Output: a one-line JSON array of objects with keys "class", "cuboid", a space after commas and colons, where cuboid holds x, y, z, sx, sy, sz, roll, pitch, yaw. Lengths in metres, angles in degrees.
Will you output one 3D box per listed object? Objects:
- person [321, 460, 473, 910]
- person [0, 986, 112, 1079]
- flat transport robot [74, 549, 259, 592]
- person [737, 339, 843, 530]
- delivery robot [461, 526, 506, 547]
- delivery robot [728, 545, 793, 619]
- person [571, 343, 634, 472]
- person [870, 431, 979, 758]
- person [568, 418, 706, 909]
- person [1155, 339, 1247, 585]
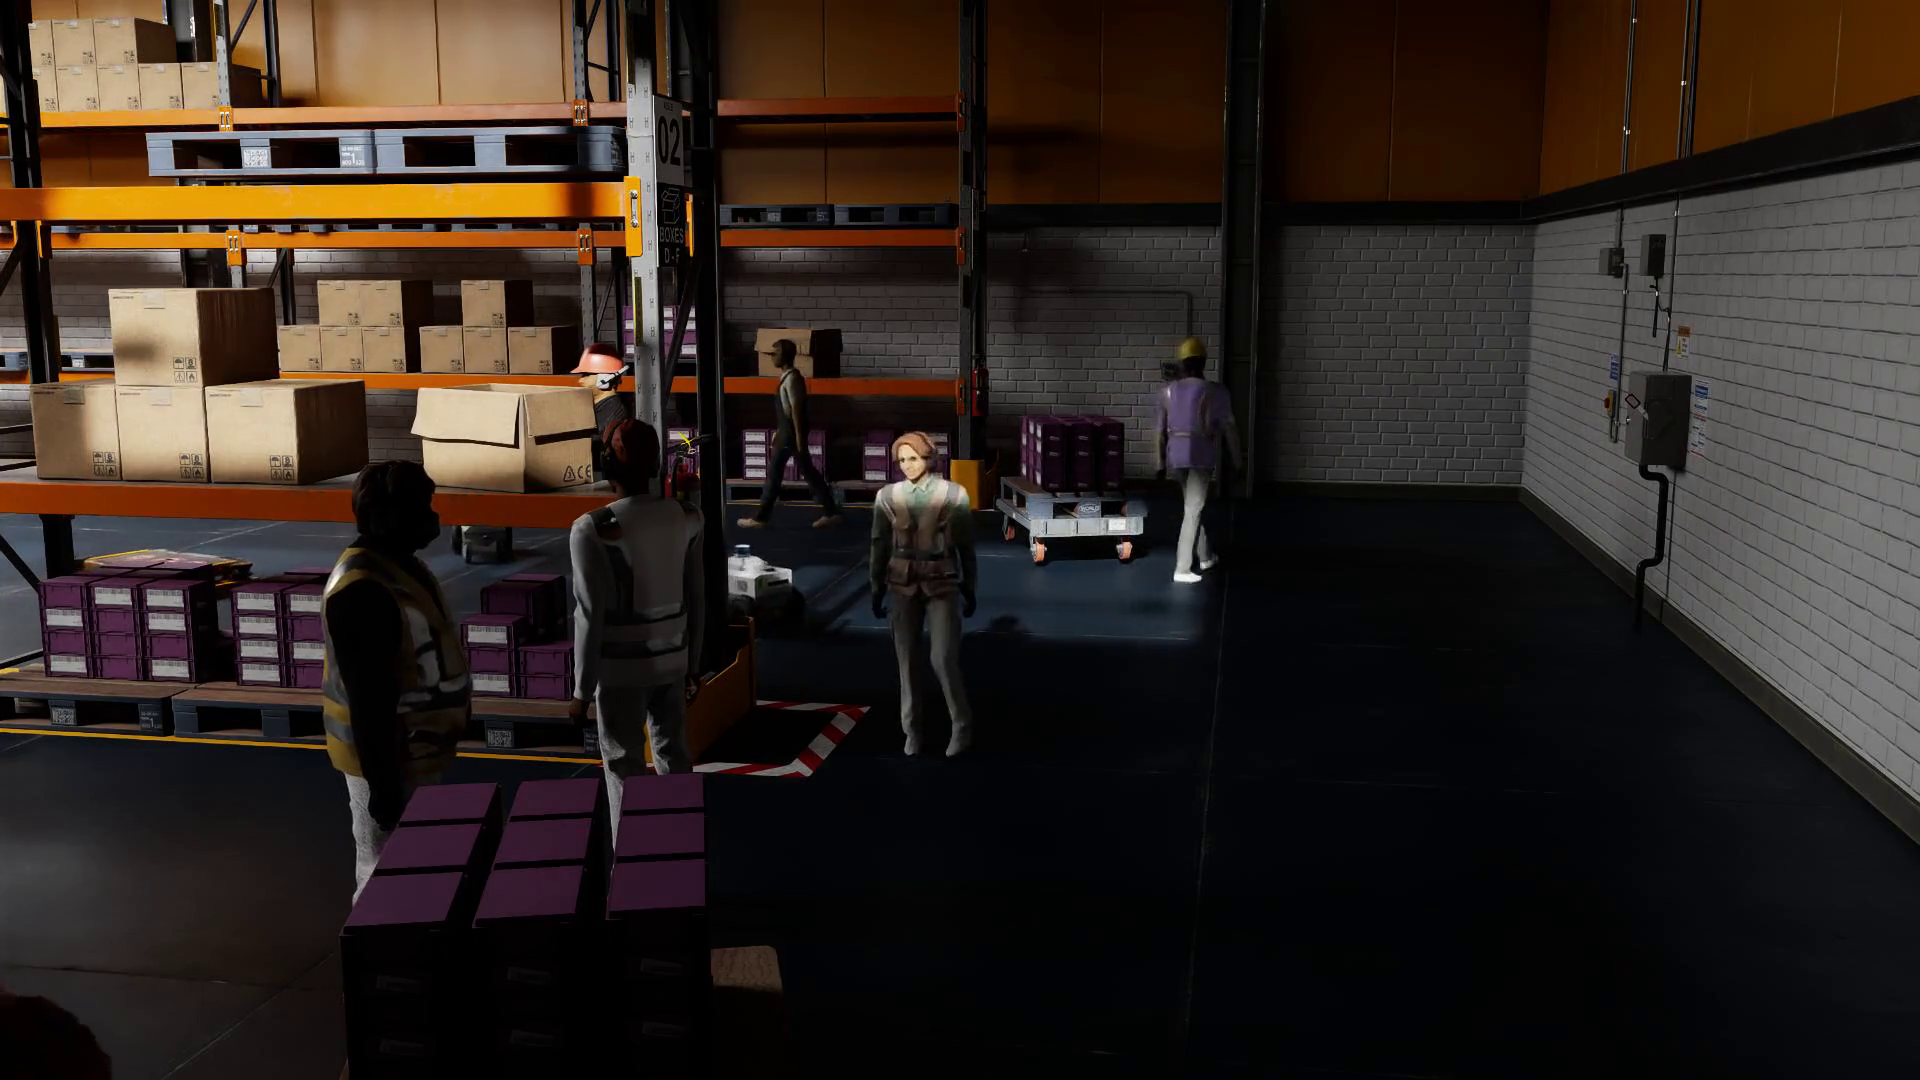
[{"class": "person", "cuboid": [-1.725, 0.669, 5.153, 0.430, 1.843, 0.625, -1, 9, -8]}, {"class": "person", "cuboid": [-0.718, 1.258, 1.303, 0.638, 1.906, 0.407, 3, 10, 19]}, {"class": "flat transport robot", "cuboid": [-6.085, 0.241, 12.662, 1.431, 0.197, 0.652, 5, 11, 30]}, {"class": "person", "cuboid": [-1.562, -0.977, 15.533, 0.985, 1.801, 0.508, 0, 9, 1]}, {"class": "delivery robot", "cuboid": [-4.033, -0.169, 14.042, 0.477, 0.478, 0.707, -3, 10, -19]}, {"class": "delivery robot", "cuboid": [-1.470, 0.276, 11.279, 0.707, 0.478, 0.477, 8, 12, 41]}, {"class": "person", "cuboid": [-2.069, -0.158, 9.806, 0.379, 1.996, 0.611, -2, 9, -15]}, {"class": "person", "cuboid": [-0.176, 0.272, 8.282, 0.541, 1.622, 0.384, 3, 10, 16]}, {"class": "person", "cuboid": [-1.184, 0.492, 6.123, 0.352, 1.883, 0.580, 8, 12, 40]}, {"class": "person", "cuboid": [1.904, -0.624, 13.043, 0.631, 1.874, 0.941, 8, 12, 39]}]
